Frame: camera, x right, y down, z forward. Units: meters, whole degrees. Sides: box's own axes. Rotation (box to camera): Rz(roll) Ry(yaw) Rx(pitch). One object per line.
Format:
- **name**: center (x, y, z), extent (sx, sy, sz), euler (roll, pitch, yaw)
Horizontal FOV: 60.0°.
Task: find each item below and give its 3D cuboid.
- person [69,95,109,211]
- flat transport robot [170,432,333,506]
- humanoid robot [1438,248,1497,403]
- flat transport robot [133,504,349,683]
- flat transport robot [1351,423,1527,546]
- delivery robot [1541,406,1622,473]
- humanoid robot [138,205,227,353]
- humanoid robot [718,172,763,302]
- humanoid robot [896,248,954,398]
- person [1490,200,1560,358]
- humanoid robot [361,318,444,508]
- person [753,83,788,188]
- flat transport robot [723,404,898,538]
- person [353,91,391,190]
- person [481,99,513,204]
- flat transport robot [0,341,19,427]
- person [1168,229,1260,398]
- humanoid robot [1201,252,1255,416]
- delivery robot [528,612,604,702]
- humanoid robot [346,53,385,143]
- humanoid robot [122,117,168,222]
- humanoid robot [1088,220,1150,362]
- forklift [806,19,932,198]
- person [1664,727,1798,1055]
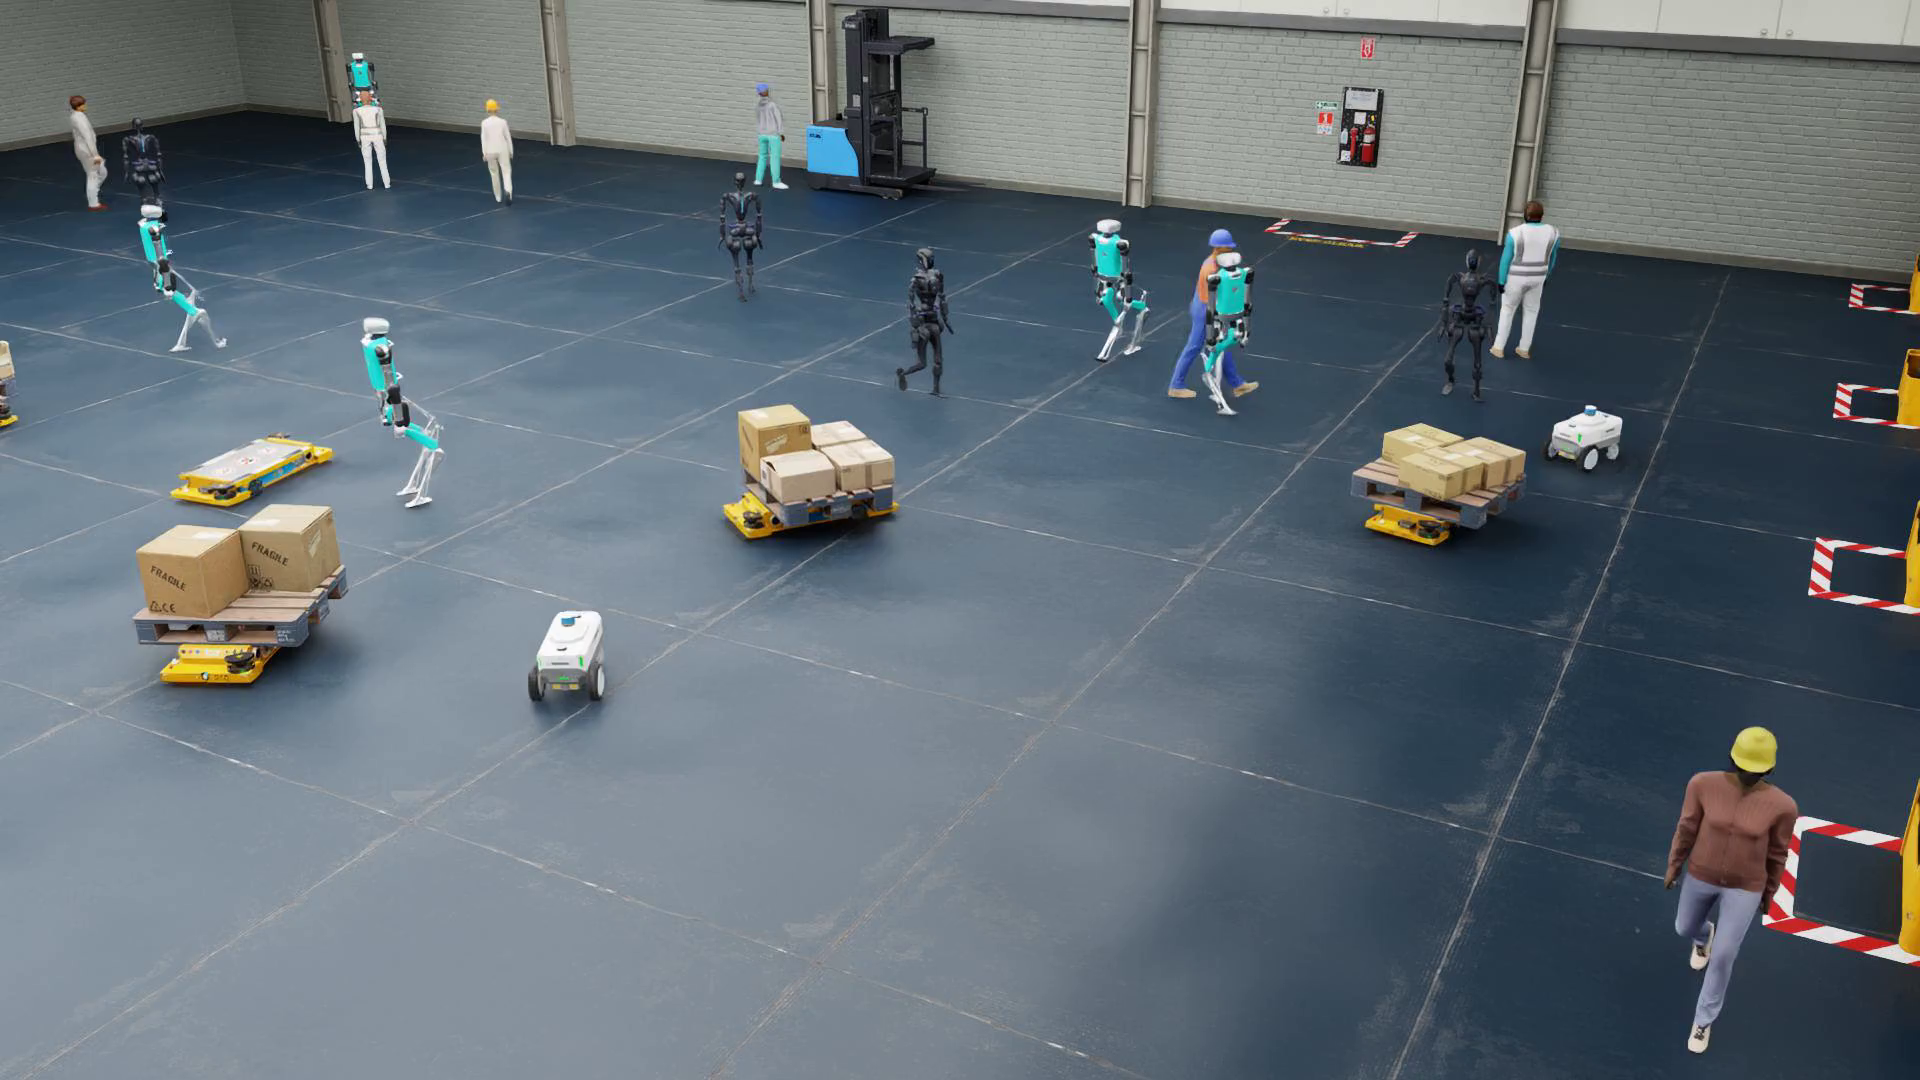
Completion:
- **person**: center (-13.898, -6.172, 26.570), extent (0.438, 1.816, 0.514), euler (-14, 27, -29)
- **flat transport robot**: center (-6.683, -0.672, 15.728), extent (0.659, 0.231, 1.431), euler (8, 25, 19)
- **humanoid robot**: center (5.415, -2.302, 17.736), extent (0.584, 1.650, 0.374), euler (7, 24, 17)
- **flat transport robot**: center (-5.393, 0.674, 12.594), extent (0.659, 0.231, 1.431), euler (1, 23, 2)
- **flat transport robot**: center (4.269, -0.307, 14.877), extent (0.659, 0.231, 1.431), euler (19, 29, 37)
- **delivery robot**: center (6.066, -0.998, 16.132), extent (0.802, 0.601, 0.499), euler (-16, 28, -32)
- **humanoid robot**: center (-9.037, -3.007, 19.426), extent (0.785, 1.876, 0.553), euler (-17, 29, -35)
- **humanoid robot**: center (-2.860, -3.954, 21.590), extent (0.589, 1.649, 0.515), euler (-8, 24, -17)
- **humanoid robot**: center (-0.389, -2.345, 17.860), extent (0.571, 1.640, 0.595), euler (18, 29, 35)
- **person**: center (6.497, -2.990, 19.141), extent (0.634, 1.841, 0.443), euler (0, 23, -1)
- **humanoid robot**: center (-4.941, -1.185, 14.982), extent (0.691, 1.737, 0.536), euler (-15, 28, -32)
- **person**: center (-3.238, -6.862, 28.290), extent (0.691, 1.734, 0.361), euler (15, 28, 32)
- **flat transport robot**: center (-1.316, -0.306, 14.875), extent (1.431, 0.231, 0.659), euler (-11, 26, -24)
- **person**: center (-9.980, -6.778, 28.219), extent (0.512, 1.632, 0.316), euler (-6, 24, -15)
- **person**: center (-7.513, -6.296, 27.031), extent (0.481, 1.676, 0.693), euler (-7, 24, -15)
- **flat transport robot**: center (-10.530, -1.266, 17.110), extent (1.431, 0.231, 0.659), euler (7, 24, 15)
- **person**: center (2.729, -2.387, 17.711), extent (0.994, 1.848, 0.558), euler (7, 24, 16)
- **humanoid robot**: center (2.702, -2.181, 17.419), extent (0.561, 1.775, 0.886), euler (-9, 25, -21)
- **delivery robot**: center (-2.789, 0.801, 11.915), extent (0.499, 0.578, 0.764), euler (0, 23, -1)
- **humanoid robot**: center (-11.499, -8.570, 32.257), extent (0.546, 1.770, 0.728), euler (-4, 24, -9)
- **humanoid robot**: center (-12.515, -5.640, 25.514), extent (0.589, 1.649, 0.427), euler (-18, 29, -36)
- **humanoid robot**: center (1.866, -2.846, 18.957), extent (0.547, 1.708, 1.029), euler (19, 30, 37)
- **forklift**: center (-1.573, -7.292, 27.850), extent (1.873, 2.768, 1.129), euler (12, 26, 25)
- **person**: center (3.877, 1.669, 8.405), extent (0.527, 1.739, 0.748), euler (15, 27, 31)
